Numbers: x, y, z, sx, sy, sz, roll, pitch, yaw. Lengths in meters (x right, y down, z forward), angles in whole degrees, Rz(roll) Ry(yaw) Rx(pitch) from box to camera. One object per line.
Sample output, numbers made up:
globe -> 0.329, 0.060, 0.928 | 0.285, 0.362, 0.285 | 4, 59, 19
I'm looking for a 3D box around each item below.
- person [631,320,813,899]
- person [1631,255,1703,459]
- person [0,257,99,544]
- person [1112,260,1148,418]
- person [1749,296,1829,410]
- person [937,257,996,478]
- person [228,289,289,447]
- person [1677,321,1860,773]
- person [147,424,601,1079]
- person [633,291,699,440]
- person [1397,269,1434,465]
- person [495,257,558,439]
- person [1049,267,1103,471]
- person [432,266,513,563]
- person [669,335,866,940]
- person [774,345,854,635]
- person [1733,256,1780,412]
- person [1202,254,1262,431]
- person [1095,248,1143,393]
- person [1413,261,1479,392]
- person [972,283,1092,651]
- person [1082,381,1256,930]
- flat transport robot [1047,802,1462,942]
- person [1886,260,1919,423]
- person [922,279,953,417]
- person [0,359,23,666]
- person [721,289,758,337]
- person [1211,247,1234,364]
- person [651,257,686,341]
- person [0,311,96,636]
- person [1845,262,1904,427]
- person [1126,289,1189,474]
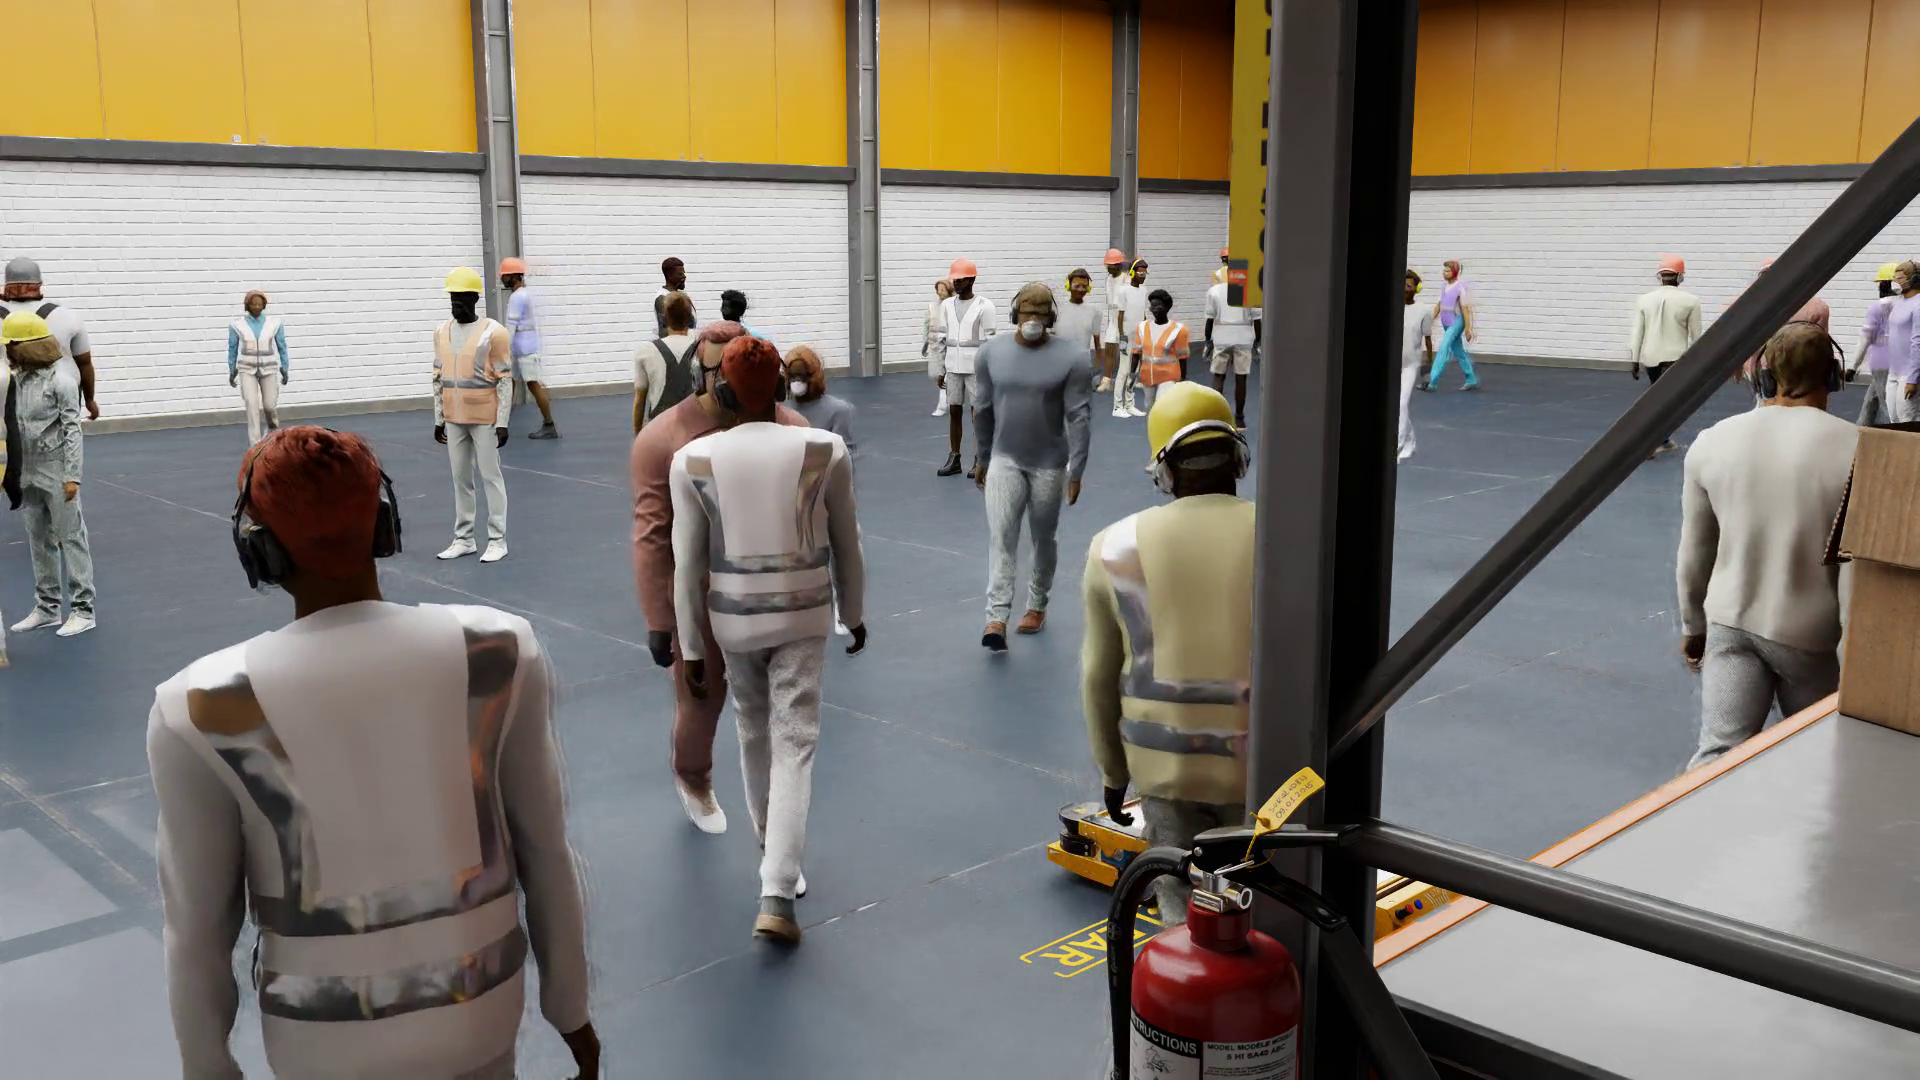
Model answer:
person -> -0.785, 0.185, 5.636 | 0.653, 1.871, 0.934 | -4, 11, -19
person -> 6.798, -1.766, 16.053 | 1.015, 1.954, 0.617 | -10, 14, -43
person -> -6.435, -1.002, 11.607 | 0.694, 2.000, 1.016 | -4, 11, -19
person -> 2.032, -2.357, 19.538 | 0.495, 1.850, 0.363 | -9, 14, -42
person -> 7.130, -1.427, 14.311 | 0.400, 1.902, 0.643 | -9, 14, -42
person -> 0.039, -1.509, 14.656 | 0.552, 1.935, 0.370 | 6, 12, 28
person -> -6.864, -1.647, 16.280 | 0.546, 1.614, 0.557 | -5, 12, -26
person -> 2.450, 0.285, 5.045 | 1.042, 1.886, 0.641 | -9, 14, -41
person -> -0.870, 0.752, 2.544 | 0.604, 1.857, 0.449 | -6, 12, -31
person -> -1.701, -0.591, 10.017 | 0.535, 1.793, 0.953 | -2, 11, -11
person -> 4.188, -1.632, 15.669 | 0.519, 1.821, 0.955 | 8, 13, 38
person -> -4.682, -1.984, 17.360 | 0.958, 1.895, 0.564 | -2, 11, -11
person -> 1.016, -1.541, 15.071 | 0.535, 1.847, 0.441 | 1, 10, 5
person -> -3.205, -0.816, 10.896 | 0.591, 1.930, 0.357 | 4, 11, 20
person -> -0.603, 0.280, 5.196 | 0.584, 1.841, 1.004 | 0, 10, 1
person -> -0.745, -0.222, 8.594 | 0.510, 1.594, 0.857 | 2, 11, 13
person -> 7.305, -1.614, 15.227 | 0.852, 1.954, 0.663 | -4, 11, -19
person -> 2.967, -2.155, 18.105 | 0.655, 1.963, 0.409 | 4, 11, 18
person -> 2.294, -3.009, 22.811 | 1.086, 1.969, 0.623 | -8, 13, -37
person -> 6.702, -2.898, 22.648 | 1.001, 1.791, 0.569 | -1, 10, -6
person -> 0.344, -0.366, 8.565 | 0.643, 1.882, 1.031 | 2, 11, 12
person -> 0.596, 0.536, 3.897 | 0.640, 1.791, 0.535 | 3, 11, 14
flat transport robot -> 1.022, 1.042, 5.290 | 0.652, 0.197, 1.431 | -10, 14, -44
person -> 7.918, -1.364, 13.910 | 0.380, 1.932, 0.623 | 2, 11, 10
person -> -0.174, -2.298, 19.794 | 0.524, 1.619, 0.622 | 7, 13, 35
person -> -5.081, -0.278, 8.258 | 0.767, 1.817, 0.641 | 4, 11, 21
person -> -1.868, -1.302, 14.209 | 0.627, 1.682, 0.543 | -9, 14, -40
person -> 4.411, -3.865, 27.527 | 0.542, 1.928, 0.374 | 0, 10, -1
person -> -2.833, -1.802, 16.302 | 0.398, 1.920, 0.590 | 1, 10, 5
person -> -4.901, -0.349, 8.878 | 0.483, 1.737, 0.311 | 4, 11, 22
person -> 8.754, -1.671, 15.712 | 0.607, 1.885, 0.984 | -6, 12, -28
person -> 1.848, -1.465, 15.209 | 0.536, 1.653, 0.845 | 8, 13, 36
